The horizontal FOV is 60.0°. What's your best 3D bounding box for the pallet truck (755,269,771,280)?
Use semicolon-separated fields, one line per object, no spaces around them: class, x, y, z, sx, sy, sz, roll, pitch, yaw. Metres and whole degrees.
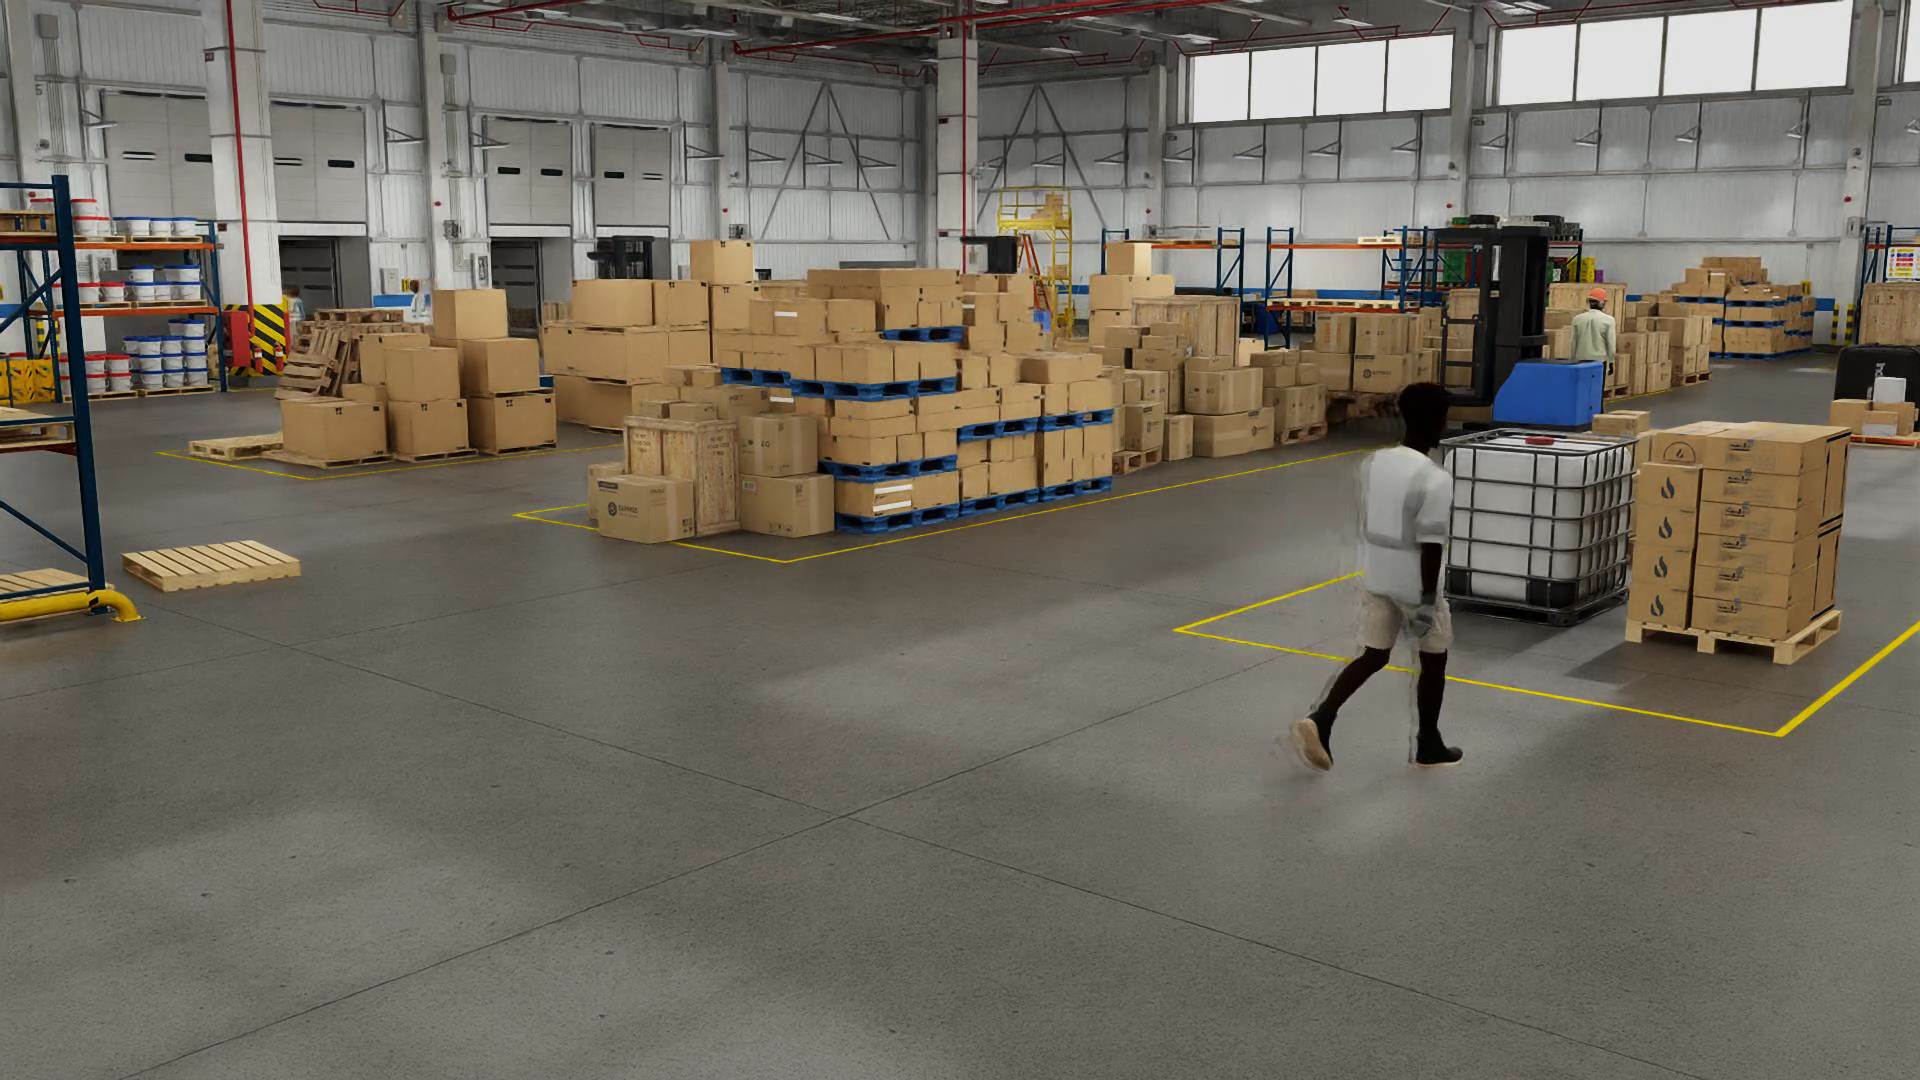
pallet truck;-4.996;-6.432;45.525;1.885;1.965;0.823;-6;12;-32

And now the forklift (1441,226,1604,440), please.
forklift;7.339;-2.688;21.696;1.873;2.768;1.129;8;13;40

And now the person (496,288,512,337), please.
person;-7.120;-2.916;25.675;0.635;1.937;0.354;8;13;40

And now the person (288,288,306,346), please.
person;-15.832;-5.222;39.759;0.538;1.588;0.876;7;12;33

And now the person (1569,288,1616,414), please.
person;8.790;-2.493;23.110;0.623;1.990;0.390;8;13;40

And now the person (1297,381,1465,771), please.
person;2.075;0.194;7.994;0.852;1.931;0.605;-6;11;-29

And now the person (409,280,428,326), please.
person;-12.250;-4.957;37.606;0.984;1.839;0.594;-6;12;-33

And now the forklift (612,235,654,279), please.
forklift;-7.300;-5.450;37.421;1.873;2.768;1.129;8;13;40

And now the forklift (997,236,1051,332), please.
forklift;1.124;-5.676;38.707;1.873;2.768;1.129;2;10;13
